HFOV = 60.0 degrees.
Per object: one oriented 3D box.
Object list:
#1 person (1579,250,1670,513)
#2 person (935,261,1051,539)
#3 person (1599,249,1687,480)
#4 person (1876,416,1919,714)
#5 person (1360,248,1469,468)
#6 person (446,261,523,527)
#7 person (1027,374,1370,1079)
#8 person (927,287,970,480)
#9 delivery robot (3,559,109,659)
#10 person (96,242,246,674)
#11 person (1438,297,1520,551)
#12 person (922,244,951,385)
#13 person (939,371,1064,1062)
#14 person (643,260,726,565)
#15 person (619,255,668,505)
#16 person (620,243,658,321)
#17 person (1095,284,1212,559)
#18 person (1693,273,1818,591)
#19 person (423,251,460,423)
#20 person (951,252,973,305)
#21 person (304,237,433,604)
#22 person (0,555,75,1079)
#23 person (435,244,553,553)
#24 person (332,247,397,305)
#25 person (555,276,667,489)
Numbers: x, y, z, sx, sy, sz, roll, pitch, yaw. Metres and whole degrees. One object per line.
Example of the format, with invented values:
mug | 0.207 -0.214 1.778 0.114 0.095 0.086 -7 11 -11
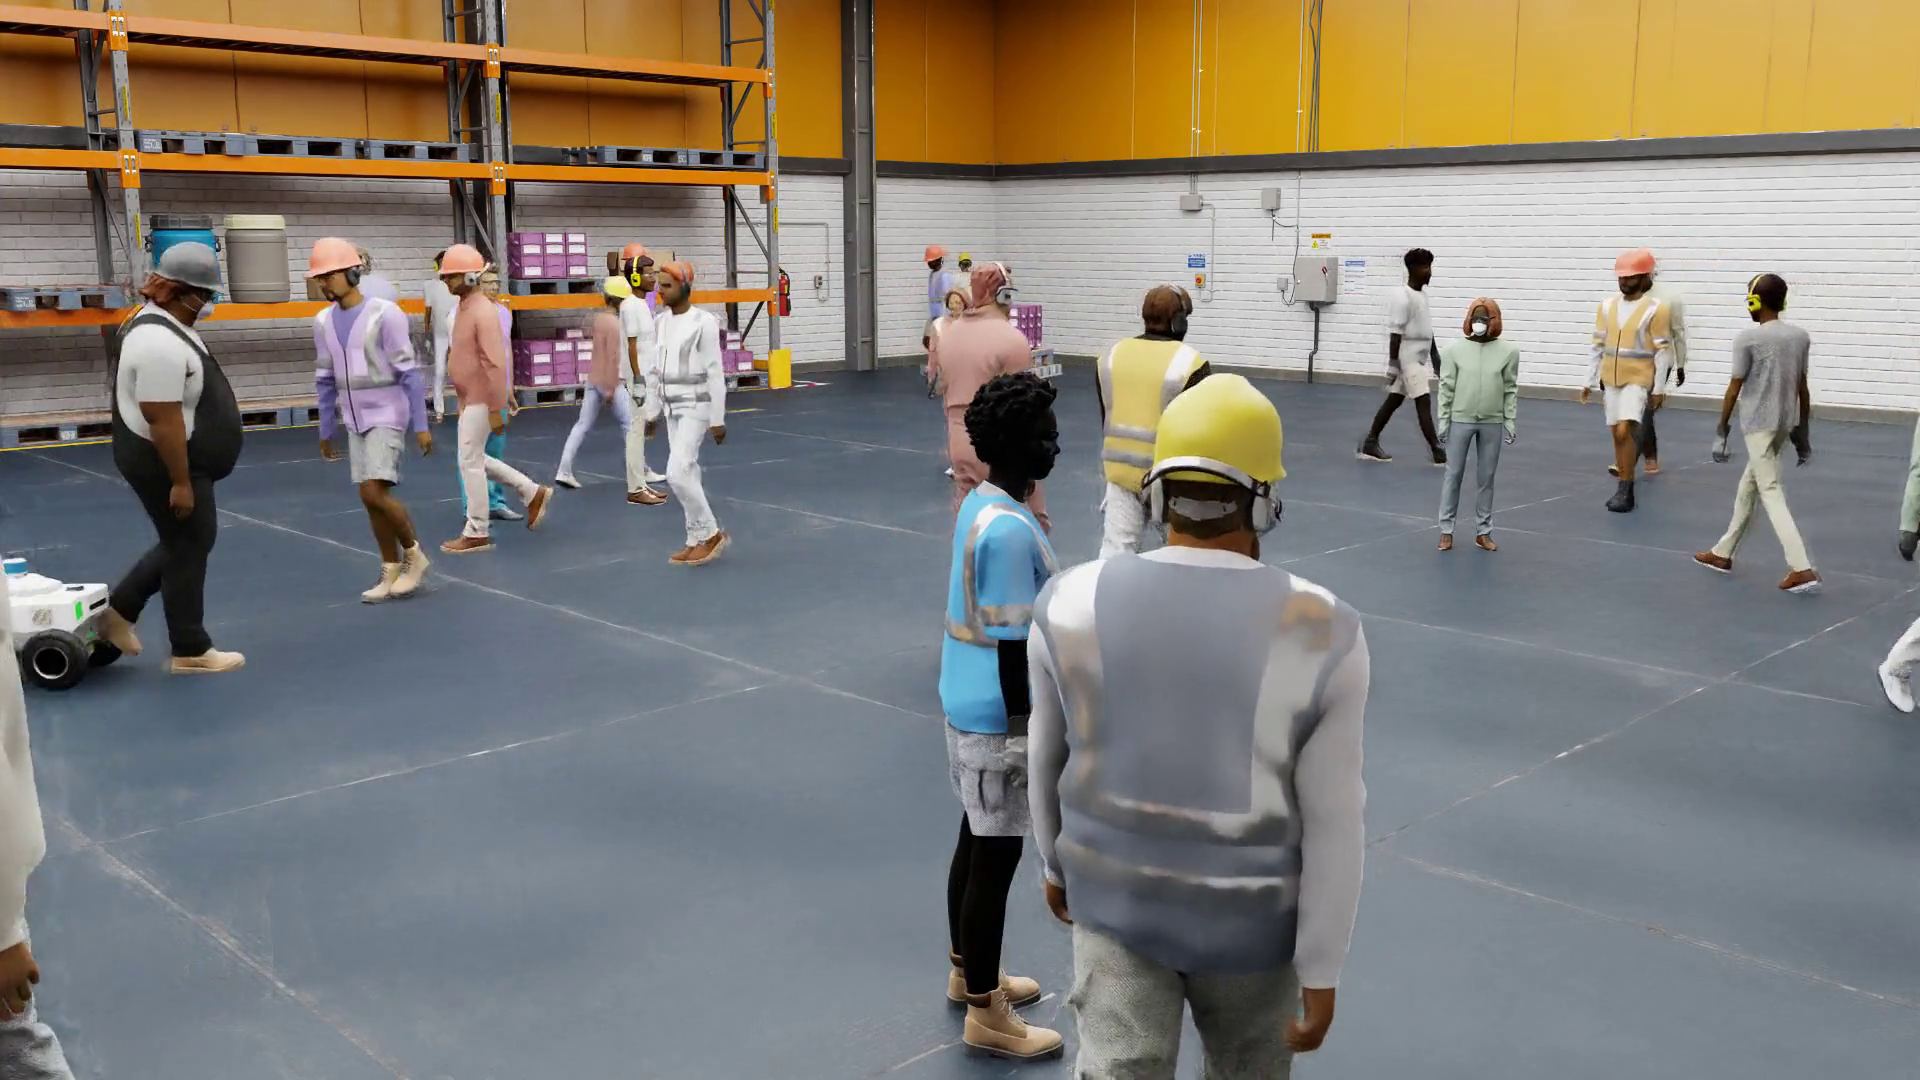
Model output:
person | 4.859 -1.161 12.233 0.674 1.911 0.553 -7 13 -34
person | 0.166 -0.416 8.205 0.429 1.894 0.665 -9 13 -39
person | 5.678 -1.453 13.850 0.624 1.900 1.111 9 14 40
person | 4.149 -0.031 6.861 0.512 1.623 0.376 -3 11 -17
person | 3.995 -1.602 14.635 1.009 1.916 0.606 6 12 28
person | -3.346 -1.021 11.650 0.372 1.840 0.570 5 11 25
person | 0.411 0.602 2.938 0.604 1.780 0.918 3 11 18
person | -0.028 -1.286 13.798 0.562 1.589 0.873 4 11 22
delivery robot | -4.279 0.328 7.553 0.707 0.478 0.477 -1 10 -5
person | -3.610 -0.369 7.555 0.667 2.000 0.739 -4 11 -23
person | 3.321 -0.738 10.682 0.501 1.631 0.287 1 10 6
person | -0.330 -3.023 22.417 0.461 1.895 0.625 -5 11 -25
person | 0.110 0.428 4.149 0.317 1.695 0.540 -1 10 -6
person | -1.689 -0.761 10.157 0.434 1.869 0.575 -9 13 -39
person | -2.402 -1.208 12.593 0.328 1.873 0.519 -1 10 -5
person | -3.476 -2.220 17.931 0.362 1.938 0.545 4 11 20
person | 0.939 -0.281 7.730 0.642 1.789 0.958 8 13 38
person | 4.683 -0.630 9.647 0.531 1.816 1.014 -3 11 -18
person | -5.529 -2.191 17.994 0.521 1.860 0.322 -3 11 -17
person | 0.074 -3.489 25.319 0.533 1.767 0.326 -4 11 -23
person | -3.249 -0.629 9.066 0.664 2.013 0.495 6 12 28
person | -1.847 0.583 2.719 0.861 1.904 0.642 -7 13 -34
person | -3.021 -0.913 10.712 0.684 1.970 0.618 -5 12 -26
person | -5.590 -1.787 15.643 0.827 1.915 0.645 9 14 40
person | -2.829 -1.253 13.299 0.947 1.703 0.531 -8 13 -39
